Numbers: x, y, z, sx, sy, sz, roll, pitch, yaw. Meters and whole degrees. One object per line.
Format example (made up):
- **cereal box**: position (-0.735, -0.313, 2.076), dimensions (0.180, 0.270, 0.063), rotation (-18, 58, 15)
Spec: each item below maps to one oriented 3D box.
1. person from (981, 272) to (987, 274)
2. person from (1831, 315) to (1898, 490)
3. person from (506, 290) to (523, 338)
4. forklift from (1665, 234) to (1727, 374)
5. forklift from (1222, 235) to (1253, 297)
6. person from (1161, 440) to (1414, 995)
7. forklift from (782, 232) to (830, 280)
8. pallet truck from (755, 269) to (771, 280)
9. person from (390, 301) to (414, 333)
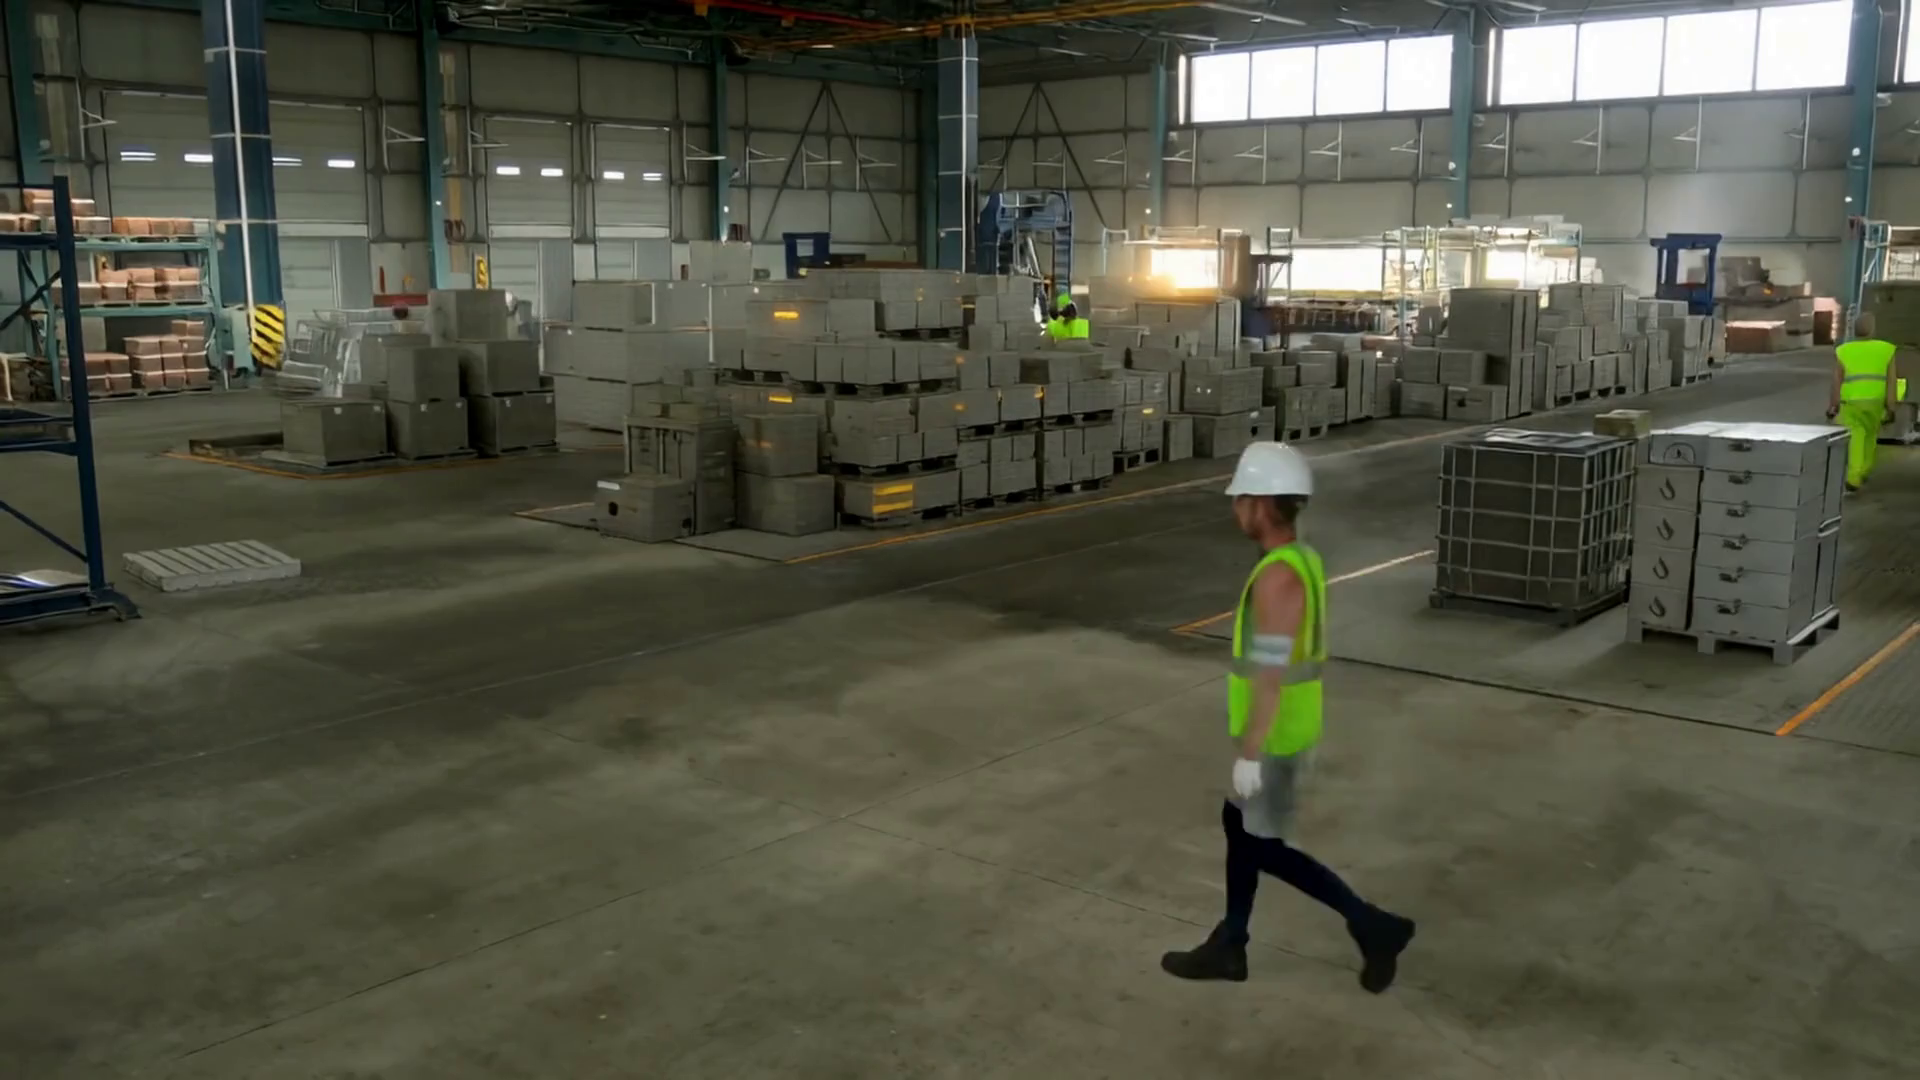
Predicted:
- **person**: position (0.766, -6.570, 46.646), dimensions (1.002, 1.894, 0.559), rotation (4, 11, 22)
- **person**: position (9.668, -1.482, 17.828), dimensions (0.602, 1.836, 1.076), rotation (4, 11, 19)
- **person**: position (-7.725, -3.325, 28.325), dimensions (0.541, 1.822, 0.759), rotation (0, 10, -2)
- **forklift**: position (14.485, -4.682, 33.047), dimensions (1.129, 2.768, 1.873), rotation (8, 13, 40)
- **forklift**: position (6.080, -5.330, 36.741), dimensions (1.873, 2.768, 1.129), rotation (7, 12, 33)
- **person**: position (1.114, 0.621, 5.604), dimensions (0.772, 1.921, 0.550), rotation (2, 10, 13)
- **forklift**: position (-2.834, -4.296, 30.849), dimensions (1.873, 2.768, 1.129), rotation (8, 13, 40)
- **pallet truck**: position (-4.996, -6.432, 45.525), dimensions (1.885, 1.965, 0.823), rotation (-6, 12, -32)
- **person**: position (-8.938, -2.953, 26.538), dimensions (0.870, 1.697, 0.503), rotation (-10, 14, -44)
